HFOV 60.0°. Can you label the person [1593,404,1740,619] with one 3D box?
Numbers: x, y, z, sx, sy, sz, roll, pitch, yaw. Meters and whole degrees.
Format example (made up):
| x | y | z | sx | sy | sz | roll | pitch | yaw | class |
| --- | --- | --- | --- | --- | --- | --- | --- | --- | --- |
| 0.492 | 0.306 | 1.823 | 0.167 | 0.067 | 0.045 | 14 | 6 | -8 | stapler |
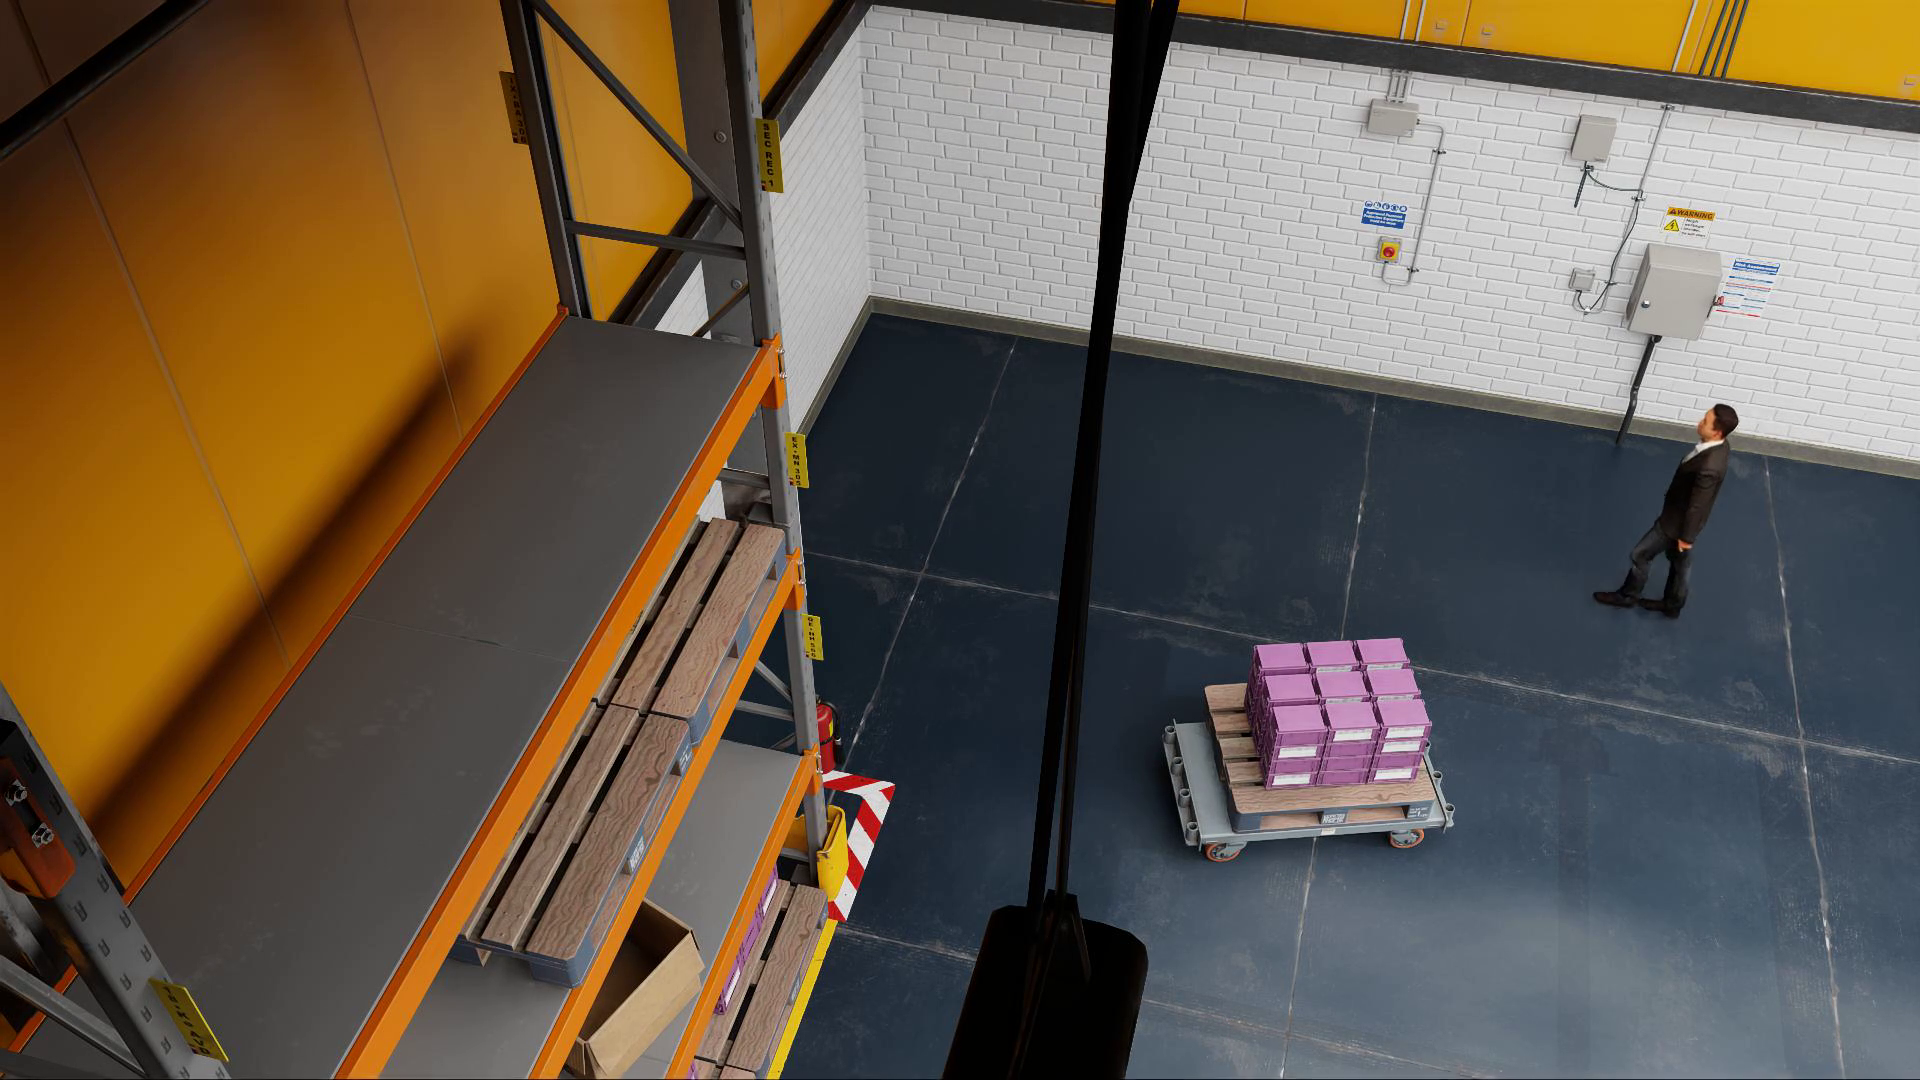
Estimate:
| x | y | z | sx | sy | sz | roll | pitch | yaw | class |
| --- | --- | --- | --- | --- | --- | --- | --- | --- | --- |
| 4.932 | -0.143 | 11.131 | 0.880 | 1.790 | 0.837 | 20 | 47 | 19 | person |
